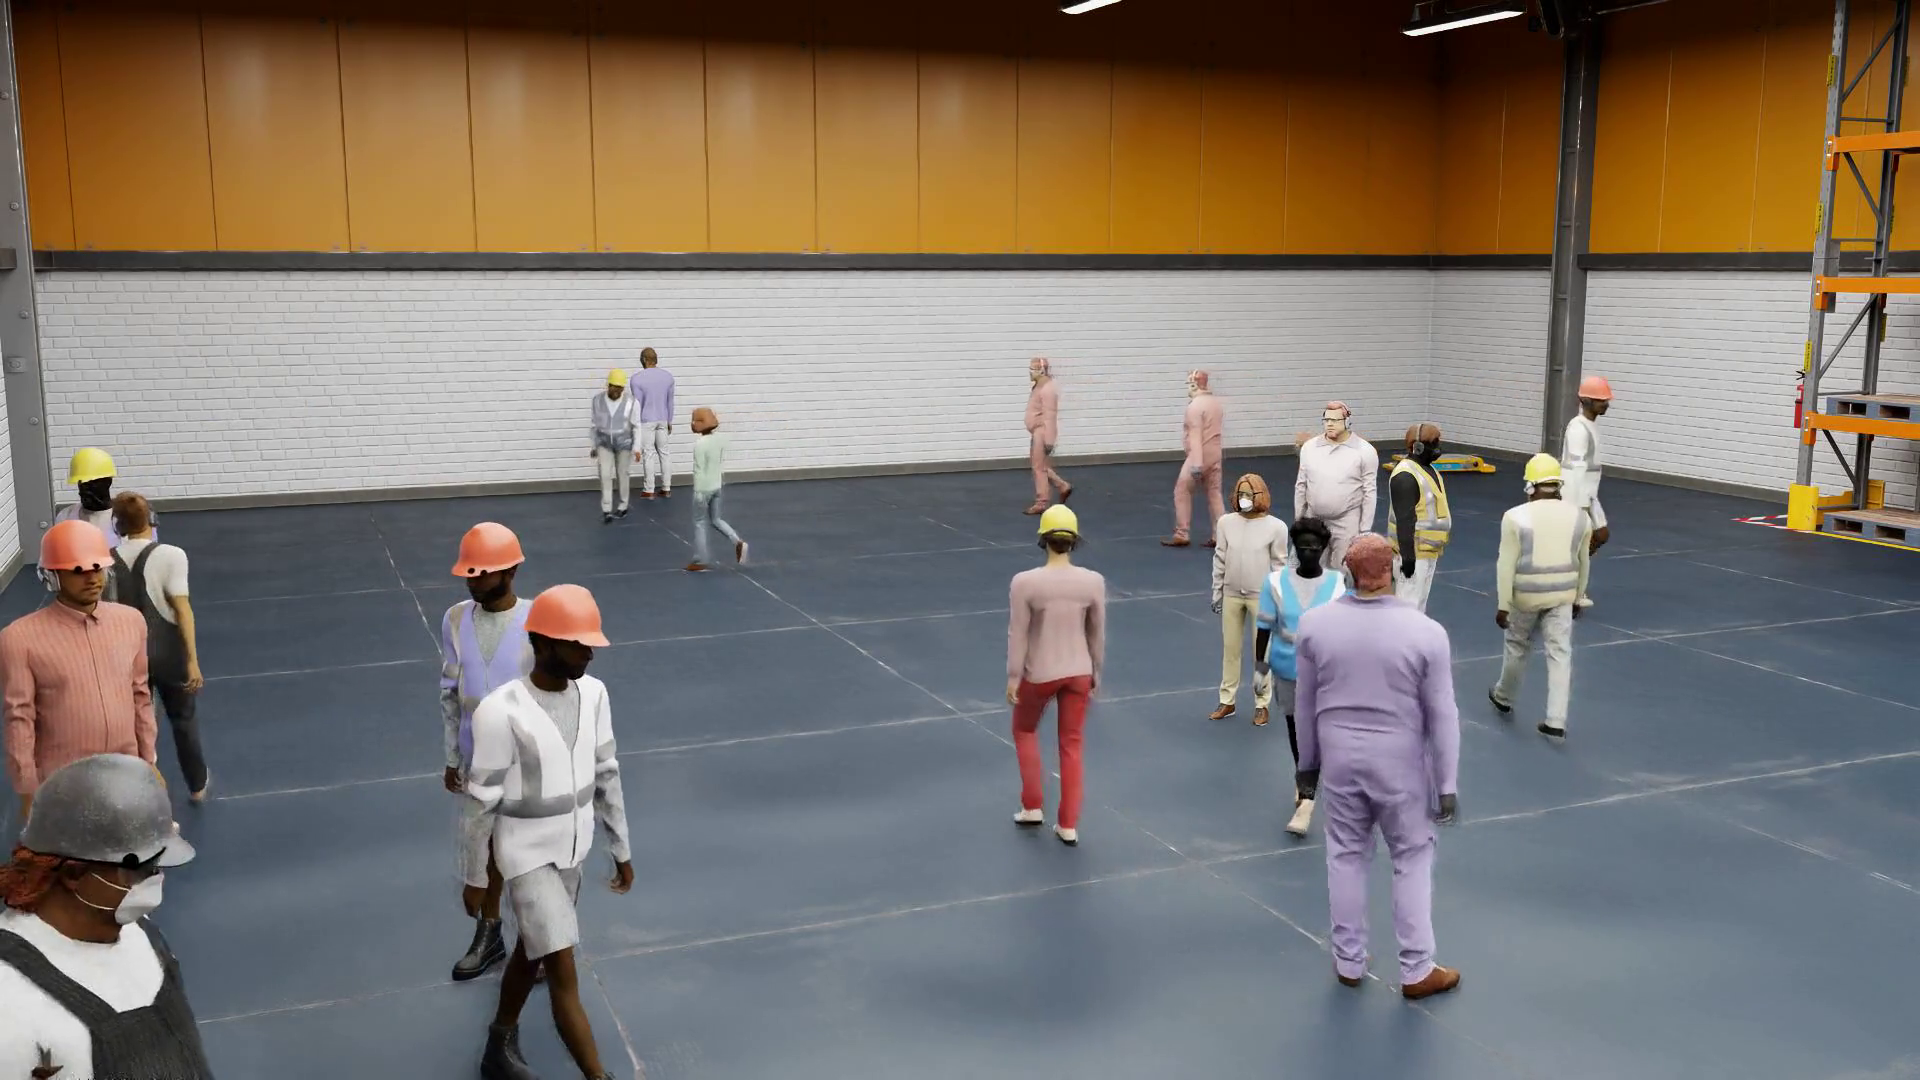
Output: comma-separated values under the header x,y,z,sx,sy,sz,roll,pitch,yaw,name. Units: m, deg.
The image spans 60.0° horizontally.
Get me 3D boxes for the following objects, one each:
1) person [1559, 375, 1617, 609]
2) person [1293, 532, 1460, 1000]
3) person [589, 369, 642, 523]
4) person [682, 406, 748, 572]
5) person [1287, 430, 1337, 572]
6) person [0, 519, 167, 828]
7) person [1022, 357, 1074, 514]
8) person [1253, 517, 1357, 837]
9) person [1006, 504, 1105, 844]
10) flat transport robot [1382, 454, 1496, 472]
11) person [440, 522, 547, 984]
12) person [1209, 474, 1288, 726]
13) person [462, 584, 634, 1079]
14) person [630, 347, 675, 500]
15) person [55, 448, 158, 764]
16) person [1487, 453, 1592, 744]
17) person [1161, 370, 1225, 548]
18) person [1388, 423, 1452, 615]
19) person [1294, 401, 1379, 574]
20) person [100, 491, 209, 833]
x,y,z,sx,sy,sz,roll,pitch,yaw,name
5.369,-0.400,14.294,0.448,2.026,0.646,6,11,31,person
1.714,0.914,6.831,0.705,1.884,0.403,5,11,30,person
-3.992,-1.081,19.208,0.643,1.769,0.894,0,9,-3,person
-2.389,-0.484,16.025,0.610,1.615,0.513,4,10,22,person
2.894,-0.126,13.961,0.896,1.584,0.525,4,10,22,person
-3.393,0.906,6.486,0.386,1.996,0.610,5,11,29,person
1.039,-1.242,19.827,0.546,1.887,0.653,-1,9,-3,person
1.826,0.690,8.825,0.544,1.646,0.897,4,10,22,person
0.475,0.680,8.616,0.546,1.743,0.572,-3,10,-15,person
6.867,-1.101,23.863,1.431,0.197,0.652,-1,9,-8,flat transport robot
-1.881,0.878,6.840,0.550,1.933,0.375,2,10,11,person
1.862,0.382,10.759,0.498,1.634,0.280,5,11,30,person
-1.355,1.088,5.744,1.015,1.873,0.560,6,11,33,person
-3.911,-1.478,21.119,0.629,1.936,0.373,-9,13,-43,person
-4.939,0.419,9.644,0.594,1.924,0.382,0,9,1,person
3.668,0.338,10.567,0.617,1.781,0.915,0,9,-2,person
2.464,-0.840,17.449,0.798,1.870,0.662,6,11,33,person
3.294,0.084,11.932,0.429,1.846,0.627,5,11,30,person
2.926,-0.136,13.071,0.651,1.907,0.409,6,11,31,person
-4.219,0.637,8.777,0.588,1.776,0.941,0,9,-1,person
